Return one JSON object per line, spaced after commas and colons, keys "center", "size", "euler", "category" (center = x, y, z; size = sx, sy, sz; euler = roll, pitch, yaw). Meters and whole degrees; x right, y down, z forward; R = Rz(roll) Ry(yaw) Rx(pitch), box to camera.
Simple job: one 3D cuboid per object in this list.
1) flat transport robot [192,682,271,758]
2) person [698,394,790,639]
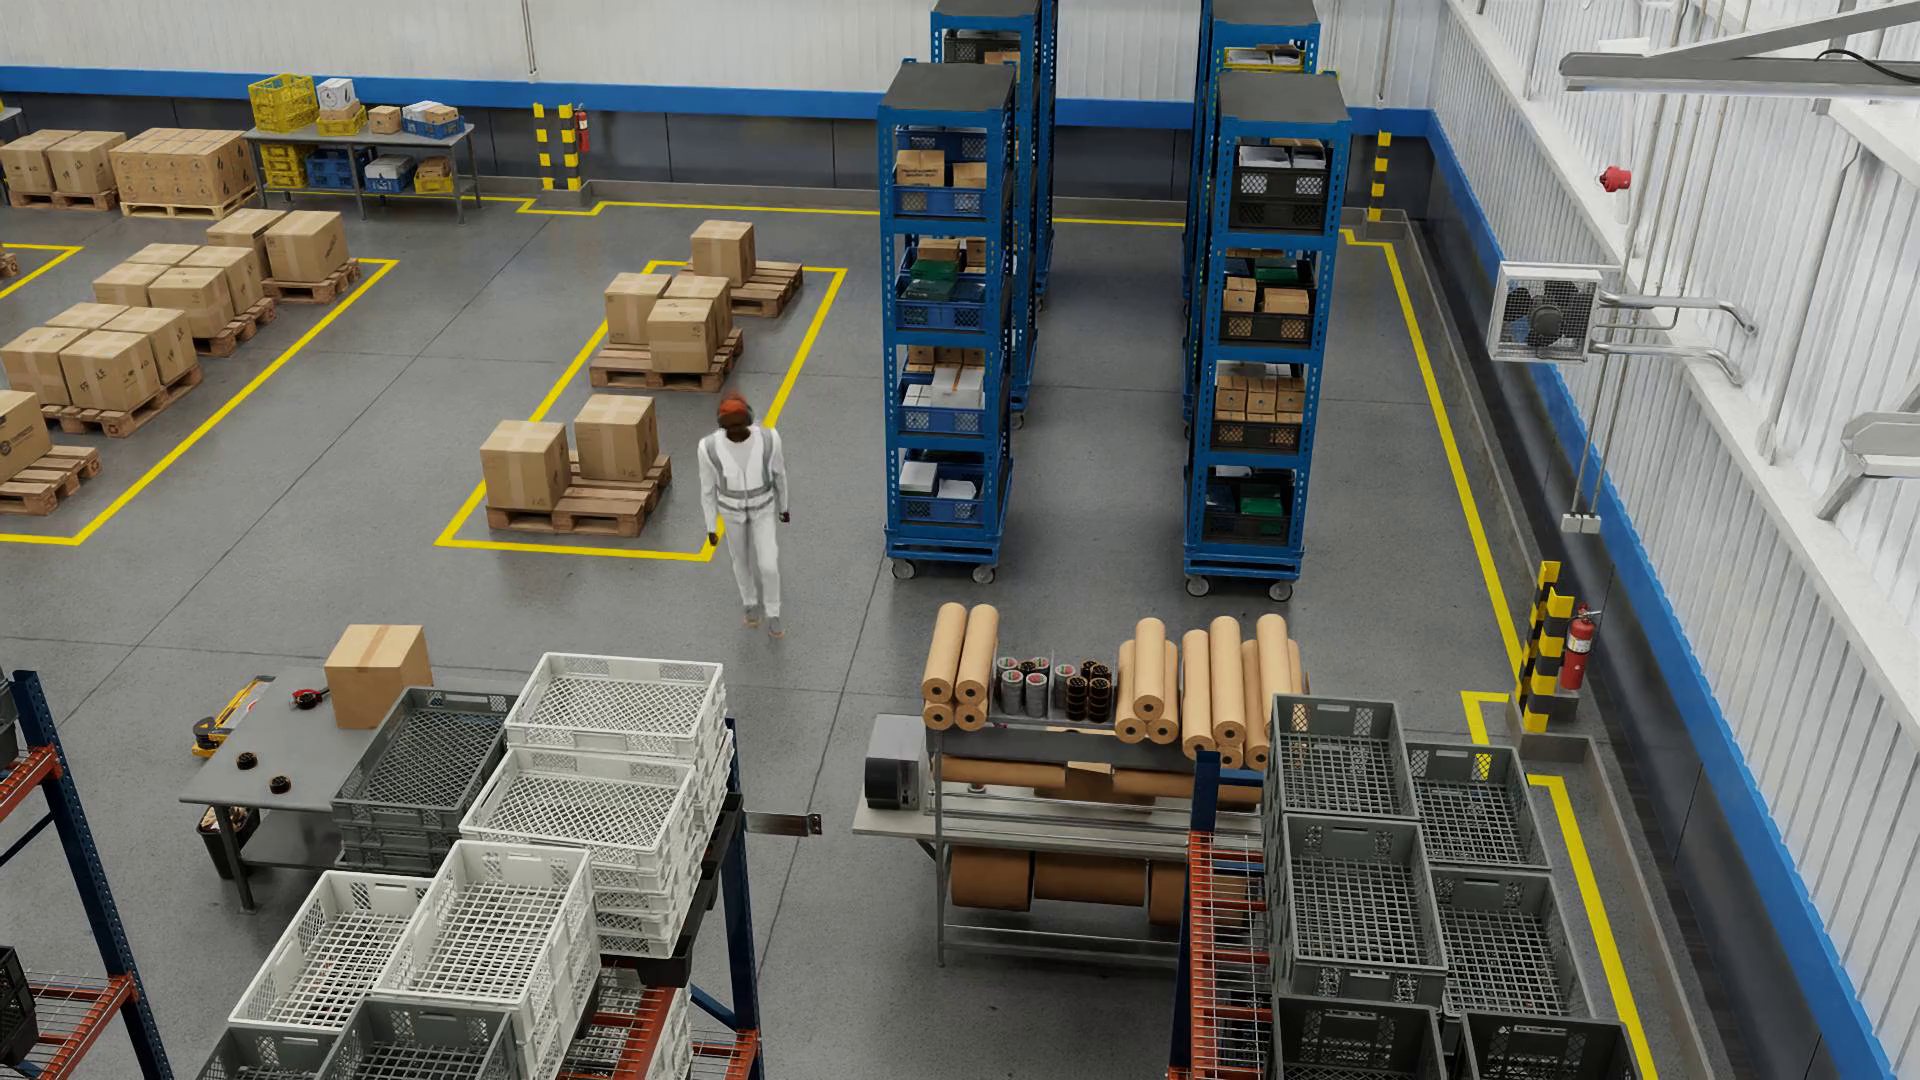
{"center": [-4.089, 1.163, 10.648], "size": [1.431, 0.197, 0.652], "euler": [3, 30, 6], "category": "flat transport robot"}
{"center": [-1.458, -0.163, 11.373], "size": [0.583, 1.853, 0.652], "euler": [-5, 31, -8], "category": "person"}
